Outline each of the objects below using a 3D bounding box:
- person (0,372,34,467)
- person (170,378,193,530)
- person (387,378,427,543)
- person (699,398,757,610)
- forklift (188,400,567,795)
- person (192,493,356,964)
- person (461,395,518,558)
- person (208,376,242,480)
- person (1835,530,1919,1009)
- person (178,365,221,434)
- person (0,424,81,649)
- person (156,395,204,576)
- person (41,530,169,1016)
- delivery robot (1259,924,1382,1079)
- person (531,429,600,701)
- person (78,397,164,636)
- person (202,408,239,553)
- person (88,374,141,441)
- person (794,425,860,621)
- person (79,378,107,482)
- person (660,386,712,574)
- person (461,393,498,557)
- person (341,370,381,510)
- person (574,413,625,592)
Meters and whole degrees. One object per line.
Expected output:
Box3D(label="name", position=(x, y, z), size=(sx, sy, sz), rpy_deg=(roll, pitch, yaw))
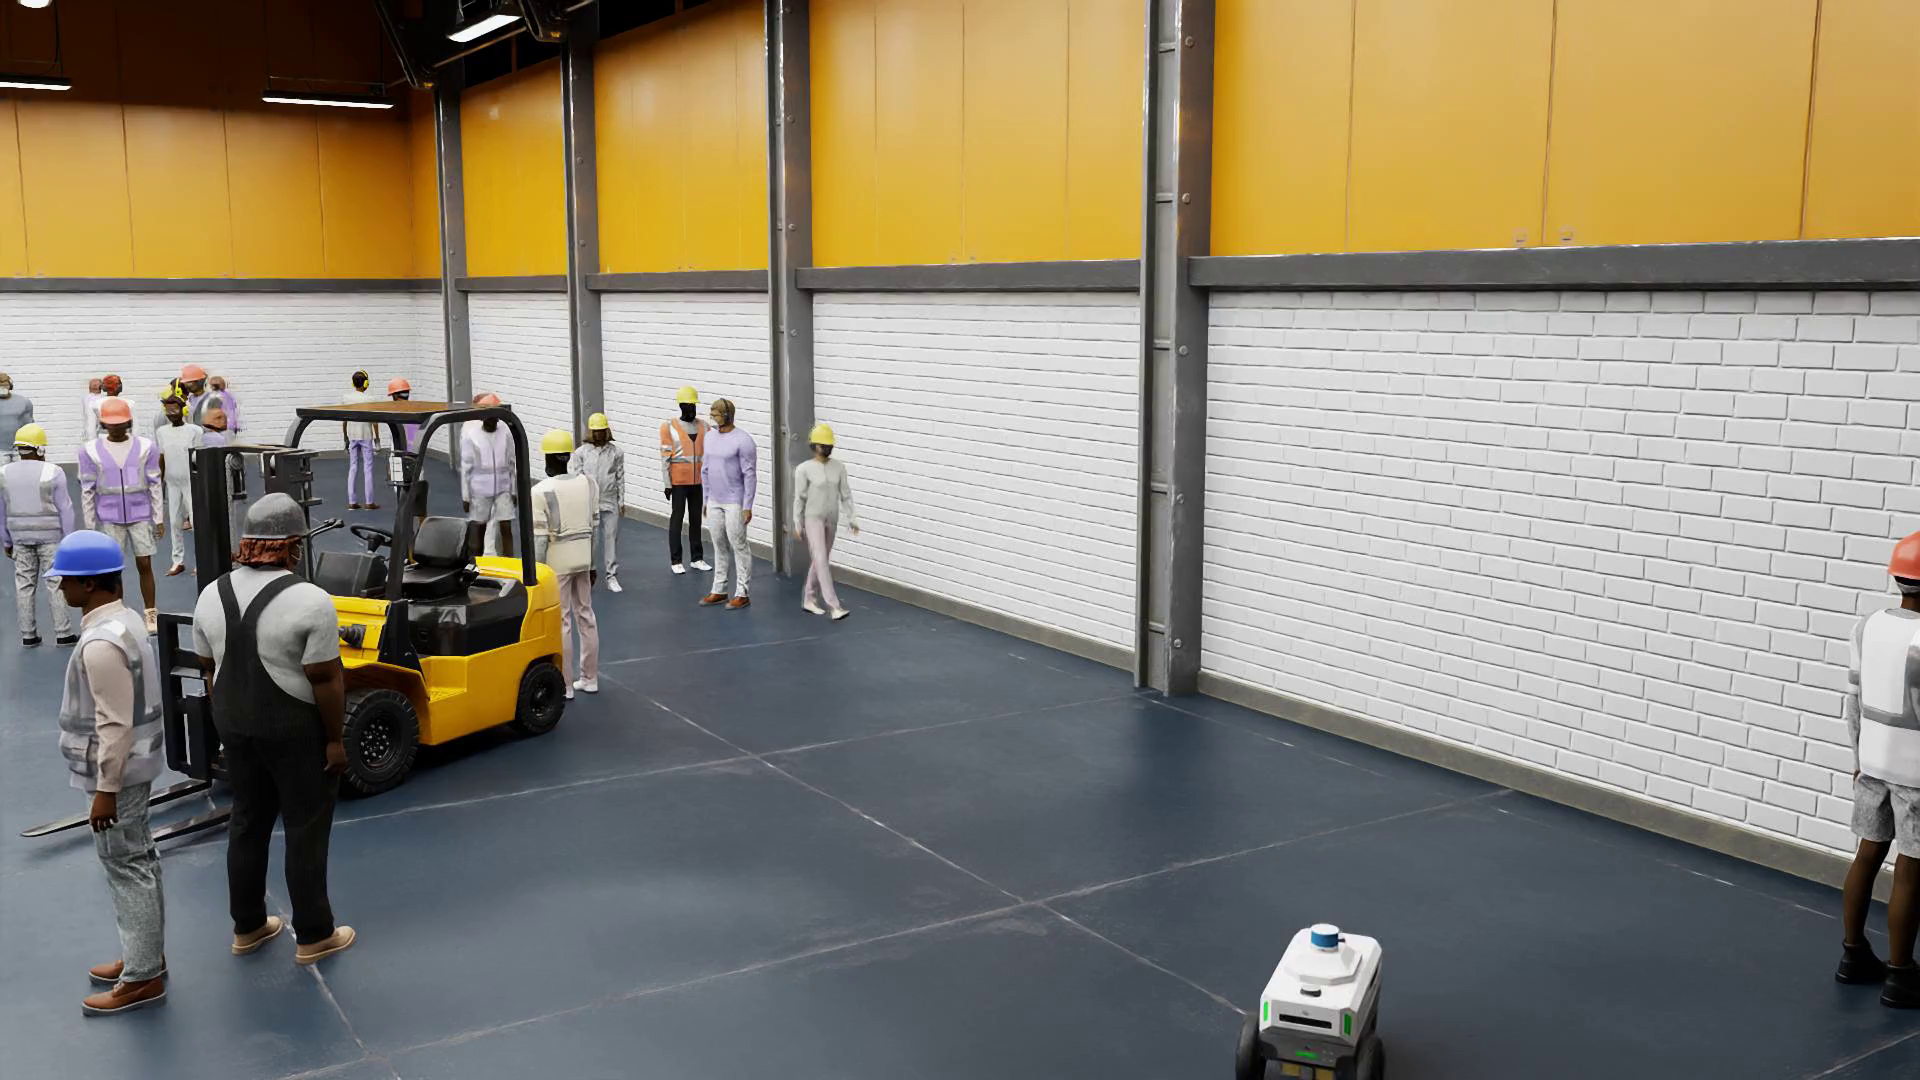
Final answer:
Box3D(label="person", position=(-11.600, -1.078, 20.269), size=(0.641, 1.927, 0.386), rpy_deg=(-7, 11, -40))
Box3D(label="person", position=(-9.439, -1.047, 20.294), size=(0.343, 1.856, 0.526), rpy_deg=(-1, 9, -7))
Box3D(label="person", position=(-6.308, -0.878, 18.905), size=(0.374, 1.927, 0.542), rpy_deg=(3, 9, 20))
Box3D(label="person", position=(-2.122, -0.332, 15.197), size=(0.627, 1.936, 0.375), rpy_deg=(6, 11, 37))
Box3D(label="forklift", position=(-3.529, 0.258, 10.348), size=(1.214, 2.155, 2.313), rpy_deg=(4, 9, 25))
Box3D(label="person", position=(-2.928, 0.795, 7.247), size=(0.681, 2.000, 0.534), rpy_deg=(3, 9, 17))
Box3D(label="person", position=(-4.591, -0.472, 16.318), size=(0.572, 1.894, 0.775), rpy_deg=(-5, 10, -32))
Box3D(label="person", position=(-11.294, -1.702, 25.492), size=(0.533, 1.615, 0.519), rpy_deg=(-1, 8, -6))
Box3D(label="person", position=(3.839, 0.919, 6.739), size=(0.342, 1.942, 0.552), rpy_deg=(-2, 9, -11))
Box3D(label="person", position=(-9.234, -1.129, 20.302), size=(0.602, 2.021, 0.480), rpy_deg=(4, 10, 27))
Box3D(label="person", position=(-7.460, -0.026, 13.475), size=(0.586, 1.833, 0.403), rpy_deg=(-1, 8, -4))
Box3D(label="person", position=(-7.924, -0.553, 16.952), size=(0.512, 1.862, 0.322), rpy_deg=(1, 8, 5))
Box3D(label="person", position=(-3.416, 0.922, 6.700), size=(0.396, 1.946, 0.617), rpy_deg=(-3, 9, -20))
Box3D(label="delivery robot", position=(1.334, 1.656, 6.109), size=(0.477, 0.478, 0.707), rpy_deg=(3, 9, 22))
Box3D(label="person", position=(-2.809, 0.177, 11.789), size=(0.374, 1.928, 0.584), rpy_deg=(6, 11, 37))
Box3D(label="person", position=(-6.994, -0.184, 13.908), size=(0.610, 2.030, 0.409), rpy_deg=(-5, 10, -28))
Box3D(label="person", position=(-8.095, -0.626, 18.190), size=(0.498, 1.632, 0.289), rpy_deg=(7, 11, 39))
Box3D(label="person", position=(-10.438, -1.105, 20.580), size=(0.579, 1.882, 0.342), rpy_deg=(-2, 9, -11))
Box3D(label="person", position=(-1.159, -0.147, 14.639), size=(0.541, 1.722, 0.886), rpy_deg=(-7, 11, -40))
Box3D(label="person", position=(-13.034, -1.634, 25.083), size=(0.538, 1.608, 0.824), rpy_deg=(1, 8, 4))
Box3D(label="person", position=(-2.805, -0.622, 17.169), size=(0.587, 1.930, 0.360), rpy_deg=(-7, 11, -40))
Box3D(label="person", position=(-5.012, -0.635, 17.587), size=(0.429, 1.837, 0.629), rpy_deg=(-7, 11, -38))
Box3D(label="person", position=(-7.962, -1.319, 22.117), size=(0.516, 1.865, 0.325), rpy_deg=(1, 8, 6))
Box3D(label="person", position=(-3.446, -0.351, 15.968), size=(0.487, 1.744, 0.314), rpy_deg=(-3, 9, -22))
